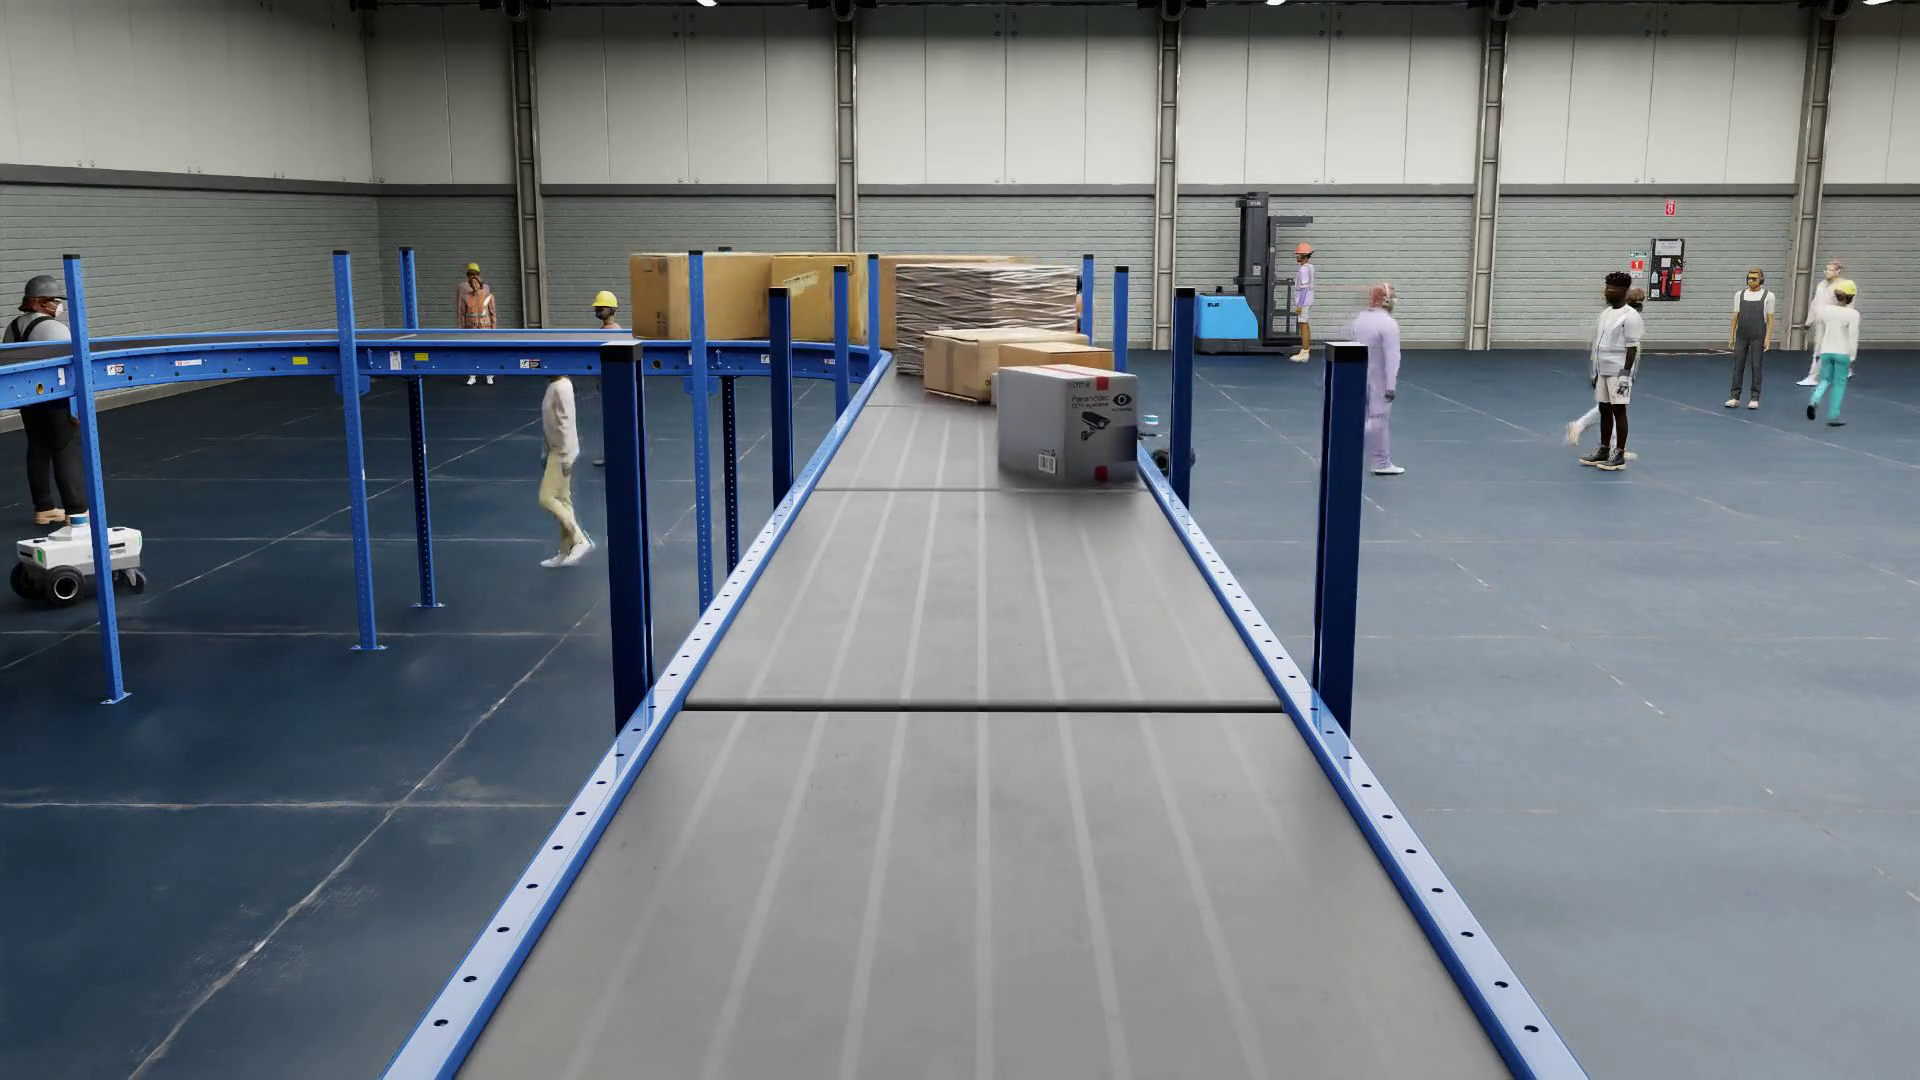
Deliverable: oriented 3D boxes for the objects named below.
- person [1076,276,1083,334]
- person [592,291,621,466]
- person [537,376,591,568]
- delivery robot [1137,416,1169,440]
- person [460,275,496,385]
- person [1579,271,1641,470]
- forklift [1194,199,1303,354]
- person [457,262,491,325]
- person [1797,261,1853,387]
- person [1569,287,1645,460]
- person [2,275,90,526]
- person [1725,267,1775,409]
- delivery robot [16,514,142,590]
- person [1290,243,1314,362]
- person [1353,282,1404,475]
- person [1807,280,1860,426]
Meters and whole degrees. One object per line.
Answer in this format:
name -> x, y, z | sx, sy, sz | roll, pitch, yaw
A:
person -> 1.634, -2.914, 23.620 | 0.364, 1.689, 0.543 | 1, 11, 6
person -> -3.518, -1.601, 16.654 | 0.298, 1.772, 0.533 | -7, 13, -32
person -> -2.889, -0.597, 11.861 | 0.340, 1.620, 0.535 | -4, 12, -21
delivery robot -> 1.911, -1.118, 16.497 | 0.698, 0.223, 0.335 | 7, 13, 33
person -> -7.211, -3.147, 24.930 | 0.520, 1.639, 0.312 | -1, 11, -7
person -> 6.534, -1.698, 16.646 | 0.367, 1.966, 0.605 | -2, 11, -9
forklift -> 5.313, -4.851, 30.603 | 1.873, 2.768, 1.129 | 0, 11, 1
person -> -8.026, -3.706, 27.510 | 0.542, 1.750, 0.374 | -4, 12, -18
person -> 13.016, -3.237, 24.834 | 0.981, 1.863, 0.643 | -1, 11, -7
person -> 6.810, -1.771, 17.499 | 0.638, 1.801, 0.793 | -8, 14, -36
person -> -7.415, -1.127, 13.626 | 0.681, 2.000, 0.536 | 5, 12, 24
person -> 10.390, -2.654, 21.869 | 0.517, 1.844, 0.332 | 9, 14, 40
delivery robot -> -5.843, 0.071, 11.060 | 0.477, 0.478, 0.707 | 8, 14, 36
person -> 5.964, -4.135, 28.969 | 0.375, 2.044, 0.605 | 4, 12, 20
person -> 3.974, -1.539, 16.062 | 0.816, 1.883, 0.652 | -3, 11, -15
person -> 10.520, -2.243, 20.002 | 0.433, 1.746, 0.537 | -6, 13, -29
